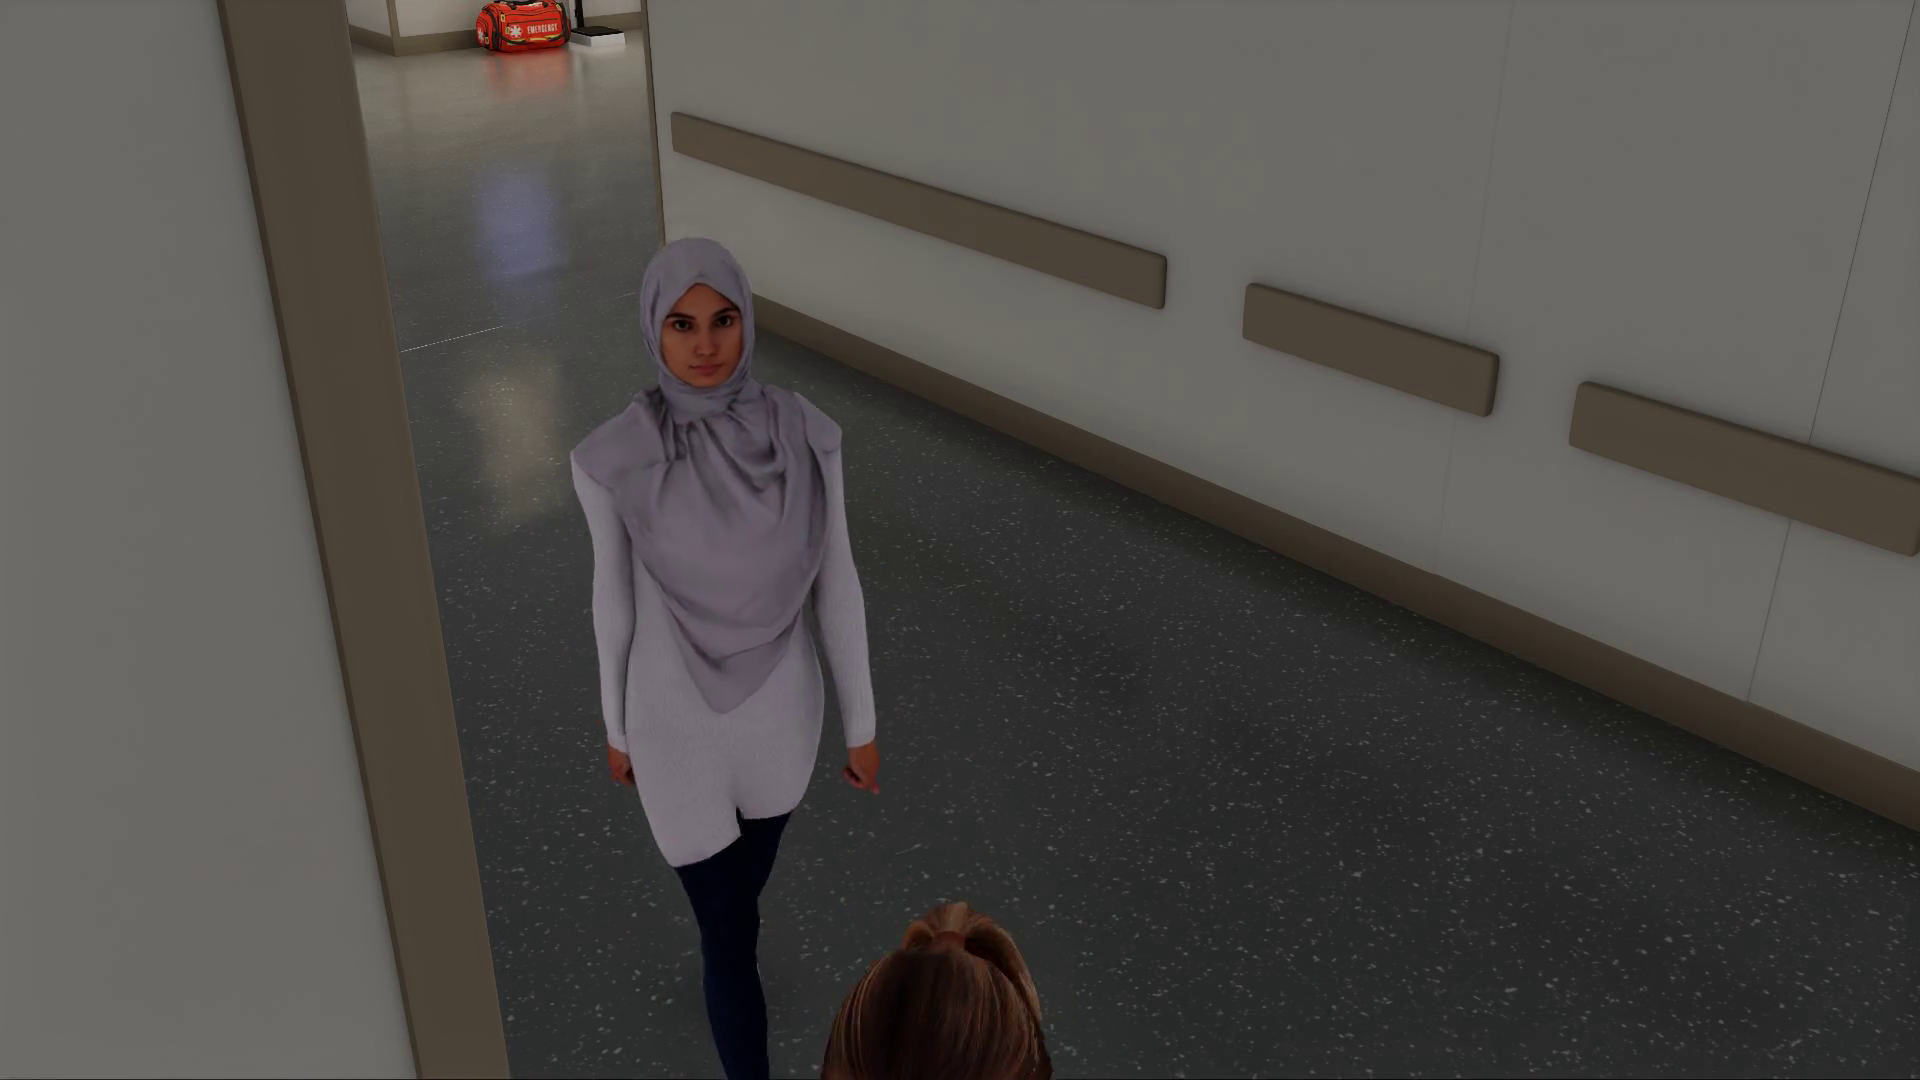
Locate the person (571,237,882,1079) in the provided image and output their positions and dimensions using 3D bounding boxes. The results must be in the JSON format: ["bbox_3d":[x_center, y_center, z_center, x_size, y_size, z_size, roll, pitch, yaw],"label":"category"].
[{"bbox_3d":[-0.432,0.304,3.094,1.157,1.734,0.979,-8,27,-15],"label":"person"}]

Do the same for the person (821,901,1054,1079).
[{"bbox_3d":[-0.020,1.022,1.654,0.687,1.692,0.759,-3,26,-5],"label":"person"}]
